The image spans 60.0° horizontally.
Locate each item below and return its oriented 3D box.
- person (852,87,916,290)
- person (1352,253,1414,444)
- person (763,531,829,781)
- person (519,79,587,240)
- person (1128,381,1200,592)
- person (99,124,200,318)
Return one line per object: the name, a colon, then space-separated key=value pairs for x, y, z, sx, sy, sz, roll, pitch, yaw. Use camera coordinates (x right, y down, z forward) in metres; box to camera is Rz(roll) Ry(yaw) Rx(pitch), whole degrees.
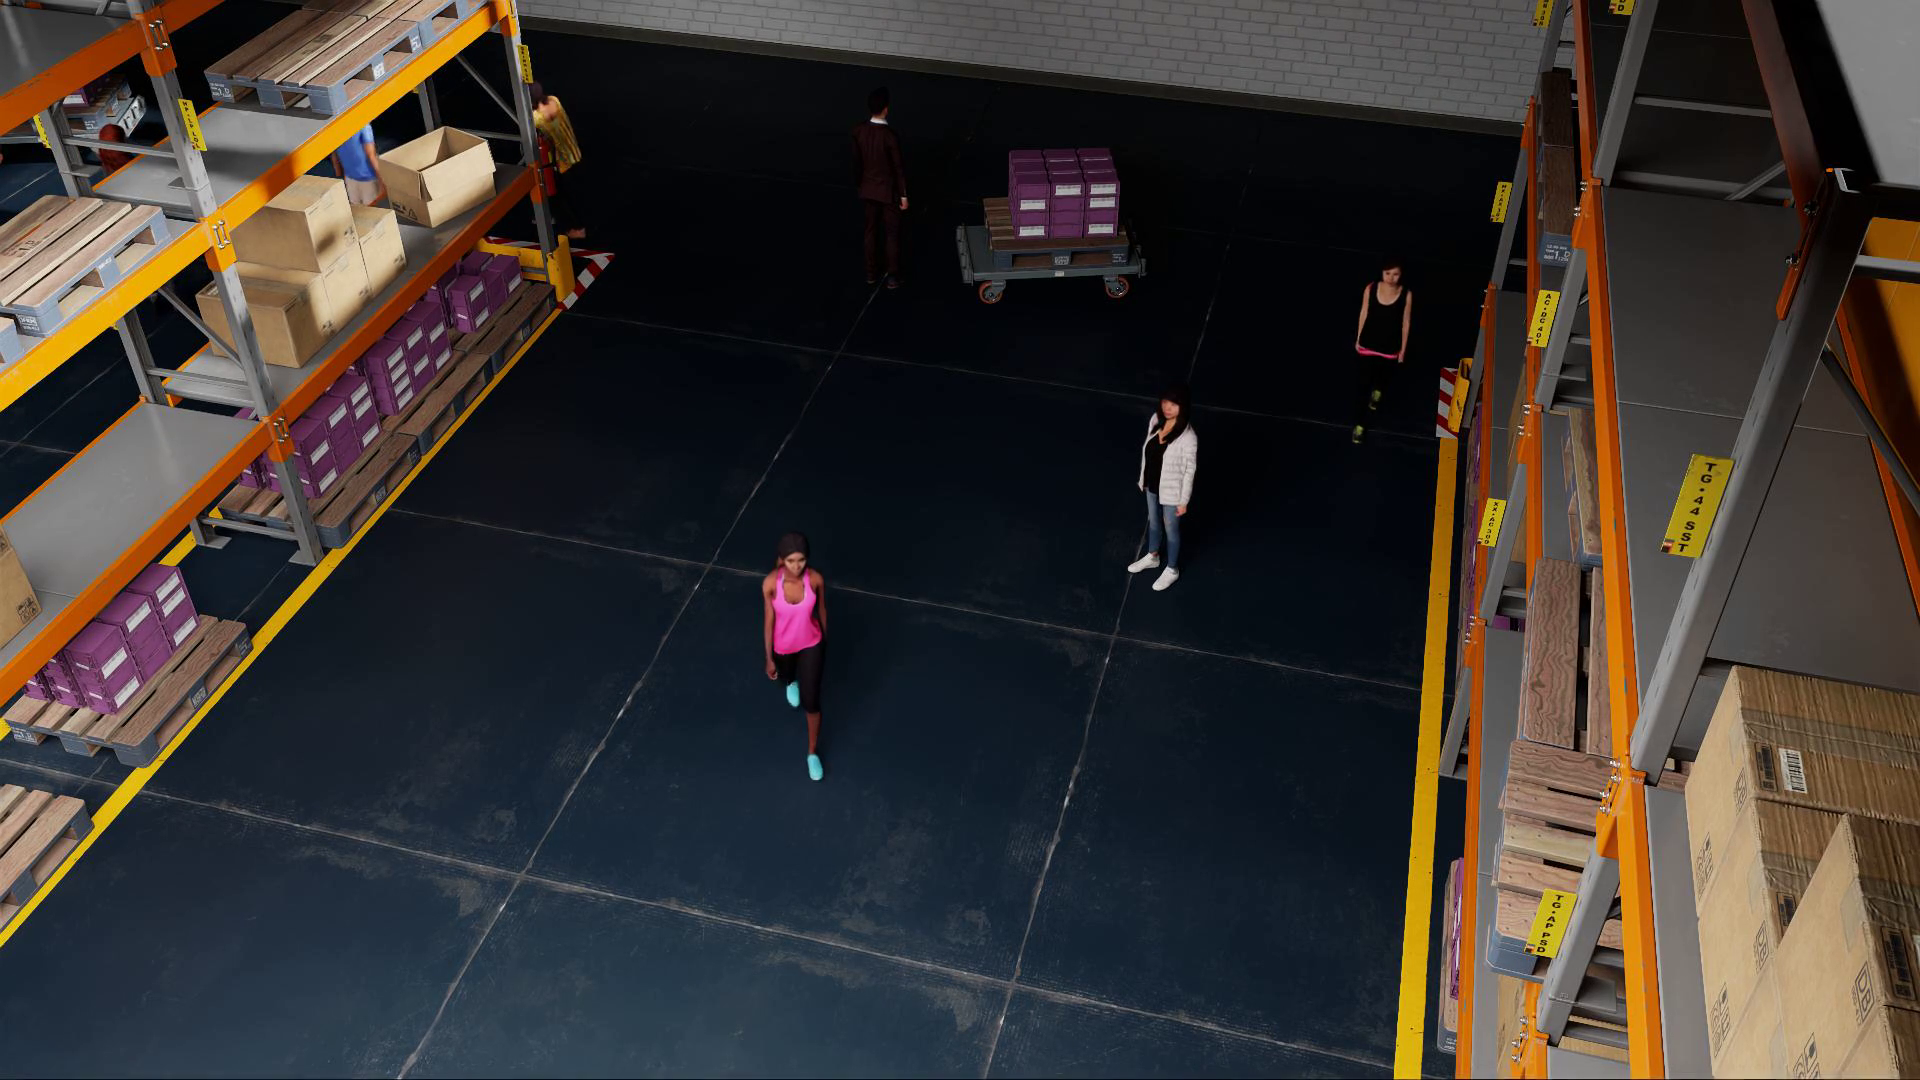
person: x=-0.694 y=-3.116 z=14.780 sx=0.735 sy=1.866 sz=0.684 roll=18 pitch=42 yaw=22
person: x=3.346 y=-1.591 z=13.151 sx=0.546 sy=1.516 sz=0.995 roll=10 pitch=40 yaw=12
person: x=-1.022 y=0.601 z=10.268 sx=0.821 sy=1.688 sz=1.177 roll=-3 pitch=39 yaw=-4
person: x=-3.735 y=-3.521 z=15.484 sx=0.752 sy=1.621 sz=0.757 roll=12 pitch=40 yaw=14
person: x=1.438 y=-0.391 z=11.551 sx=0.739 sy=1.637 sz=0.708 roll=-26 pitch=45 yaw=-29
person: x=-7.082 y=-2.759 z=14.401 sx=0.582 sy=1.781 sz=0.469 roll=9 pitch=40 yaw=12
